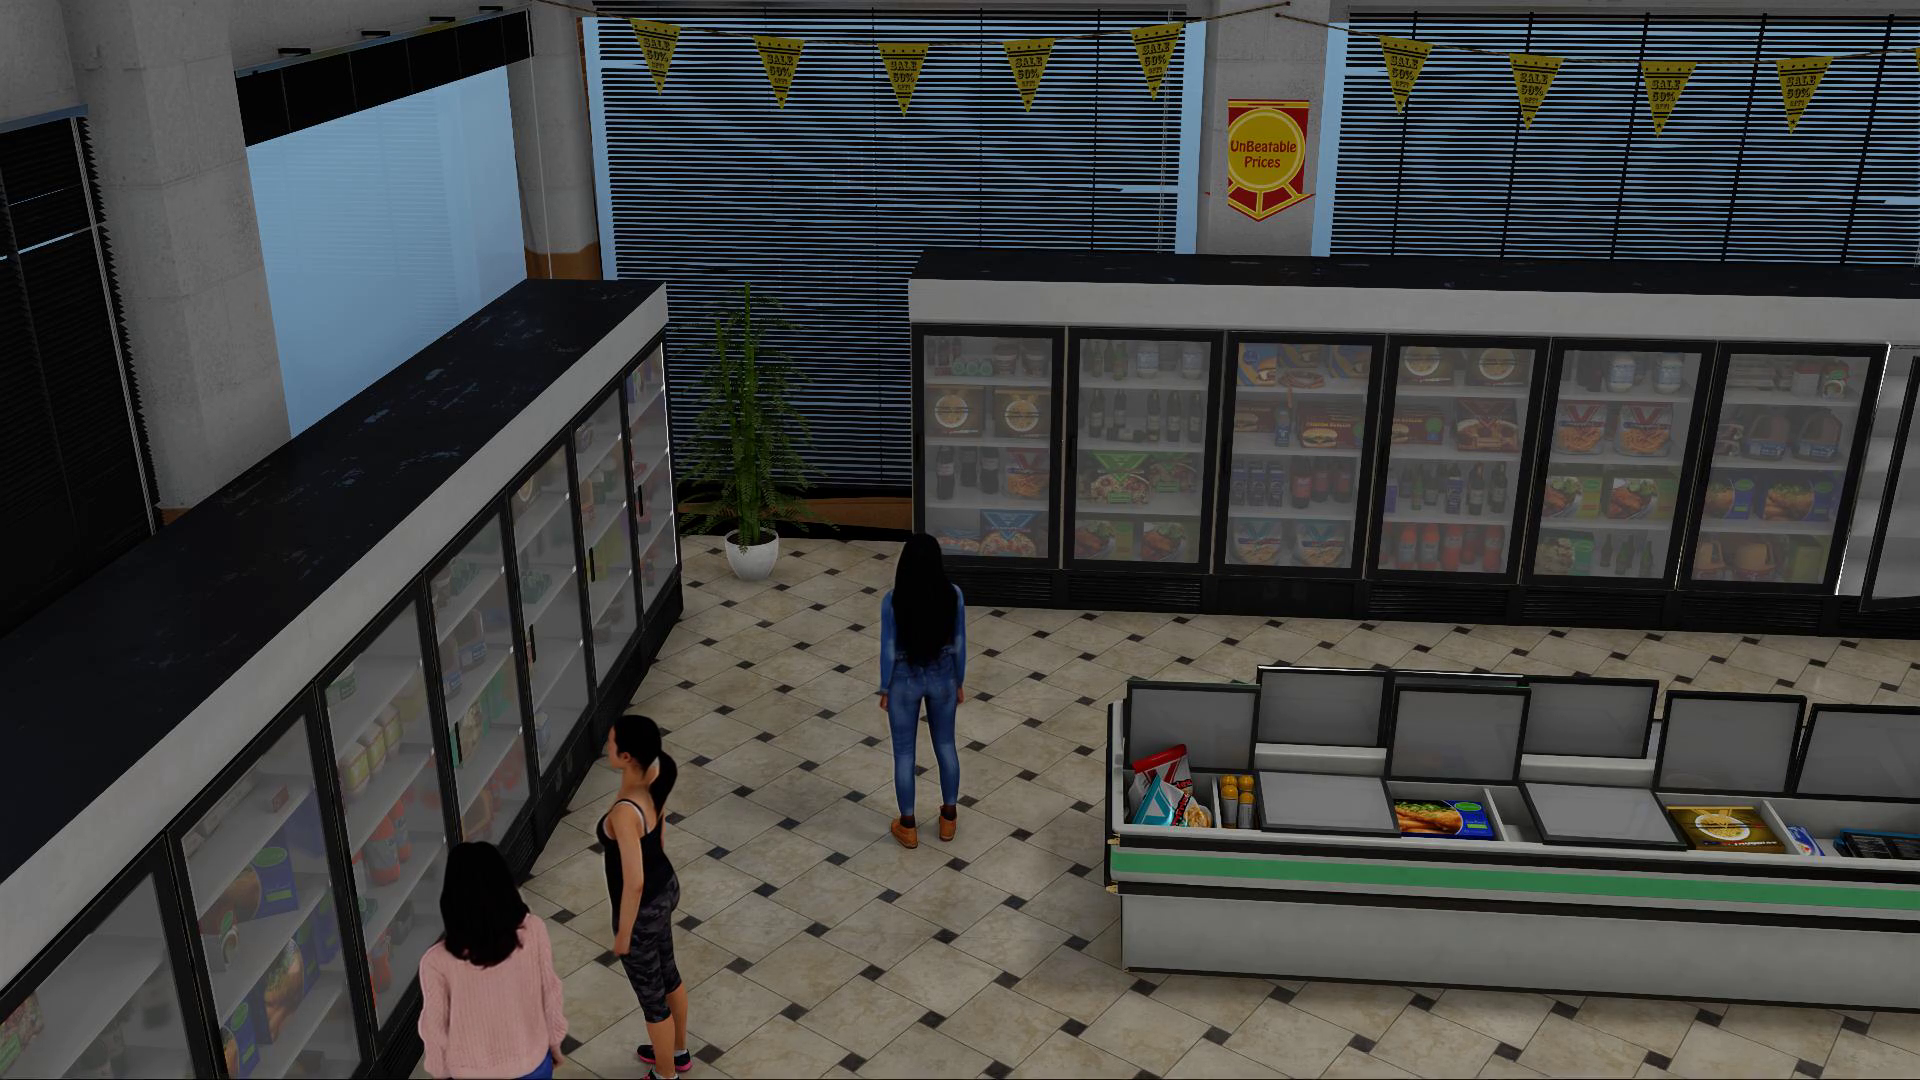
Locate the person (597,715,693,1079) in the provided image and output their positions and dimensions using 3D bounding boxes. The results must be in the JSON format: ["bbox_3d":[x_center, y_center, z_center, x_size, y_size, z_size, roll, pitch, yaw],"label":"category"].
[{"bbox_3d":[-1.254,1.476,6.691,0.558,1.729,0.579,4,22,9],"label":"person"}]

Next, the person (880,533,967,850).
[{"bbox_3d":[-0.186,0.766,8.480,0.573,1.713,0.726,-6,23,-14],"label":"person"}]

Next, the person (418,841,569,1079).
[{"bbox_3d":[-1.592,1.834,5.748,0.679,1.768,0.791,-11,25,-26],"label":"person"}]
